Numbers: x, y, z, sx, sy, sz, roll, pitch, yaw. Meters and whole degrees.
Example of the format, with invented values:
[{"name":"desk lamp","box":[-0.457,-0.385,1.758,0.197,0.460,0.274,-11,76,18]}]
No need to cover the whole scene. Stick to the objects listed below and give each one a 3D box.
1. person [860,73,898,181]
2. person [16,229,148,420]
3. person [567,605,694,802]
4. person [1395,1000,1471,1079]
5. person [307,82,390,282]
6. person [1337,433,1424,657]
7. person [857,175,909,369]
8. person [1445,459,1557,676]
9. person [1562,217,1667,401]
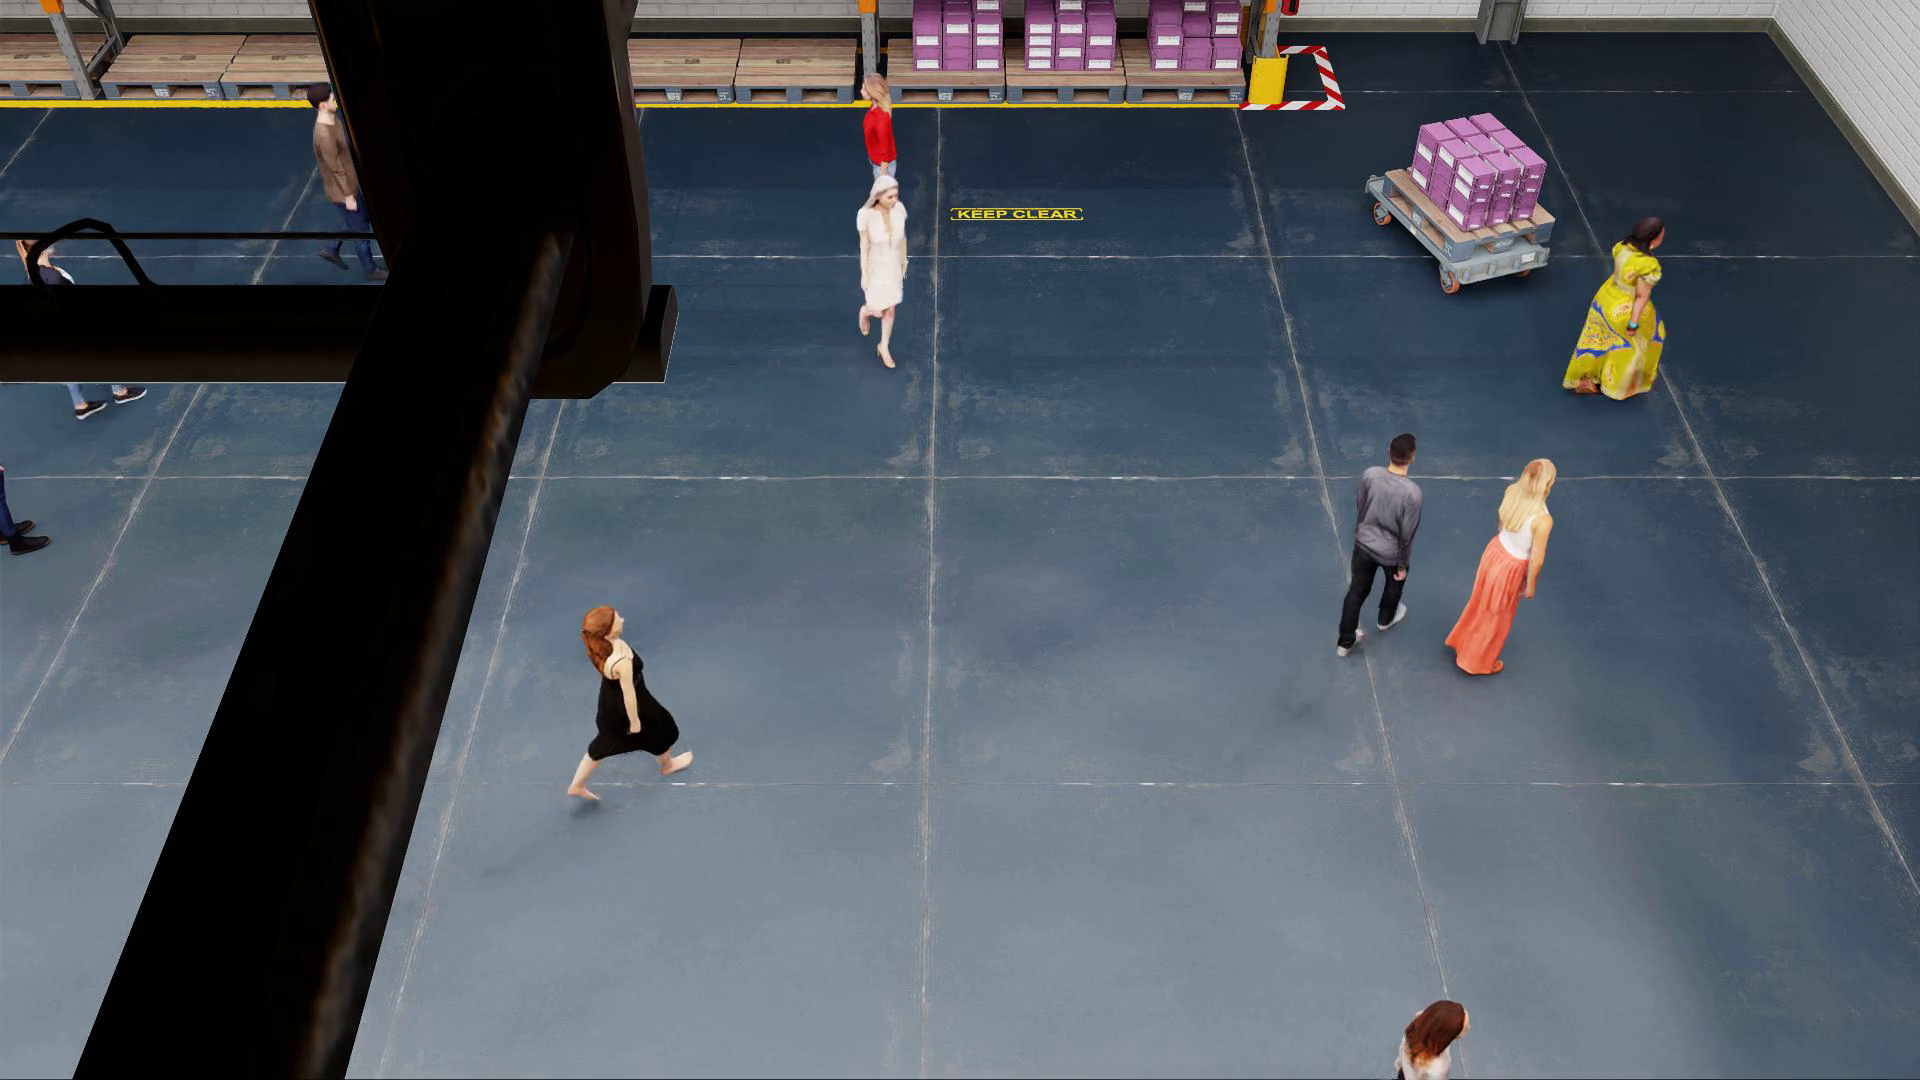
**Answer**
[{"name":"person","box":[-0.677,-3.256,14.450,0.555,1.702,0.651,-6,44,-6]},{"name":"person","box":[-6.918,-1.609,12.749,0.848,1.663,0.899,28,50,26]},{"name":"person","box":[-2.111,1.017,10.044,1.120,1.592,0.963,-27,50,-25]},{"name":"person","box":[2.233,2.739,8.321,0.595,1.476,0.561,2,44,3]},{"name":"person","box":[-5.272,-2.968,14.022,0.938,1.874,0.772,-10,44,-10]},{"name":"person","box":[2.714,0.096,10.906,0.961,1.736,1.002,30,51,28]},{"name":"person","box":[-0.667,-2.181,13.309,0.850,1.719,0.881,-23,48,-23]},{"name":"person","box":[3.519,0.187,10.765,0.691,1.799,0.678,-8,44,-9]},{"name":"person","box":[5.070,-1.768,12.930,1.033,1.644,0.845,-9,44,-10]}]
